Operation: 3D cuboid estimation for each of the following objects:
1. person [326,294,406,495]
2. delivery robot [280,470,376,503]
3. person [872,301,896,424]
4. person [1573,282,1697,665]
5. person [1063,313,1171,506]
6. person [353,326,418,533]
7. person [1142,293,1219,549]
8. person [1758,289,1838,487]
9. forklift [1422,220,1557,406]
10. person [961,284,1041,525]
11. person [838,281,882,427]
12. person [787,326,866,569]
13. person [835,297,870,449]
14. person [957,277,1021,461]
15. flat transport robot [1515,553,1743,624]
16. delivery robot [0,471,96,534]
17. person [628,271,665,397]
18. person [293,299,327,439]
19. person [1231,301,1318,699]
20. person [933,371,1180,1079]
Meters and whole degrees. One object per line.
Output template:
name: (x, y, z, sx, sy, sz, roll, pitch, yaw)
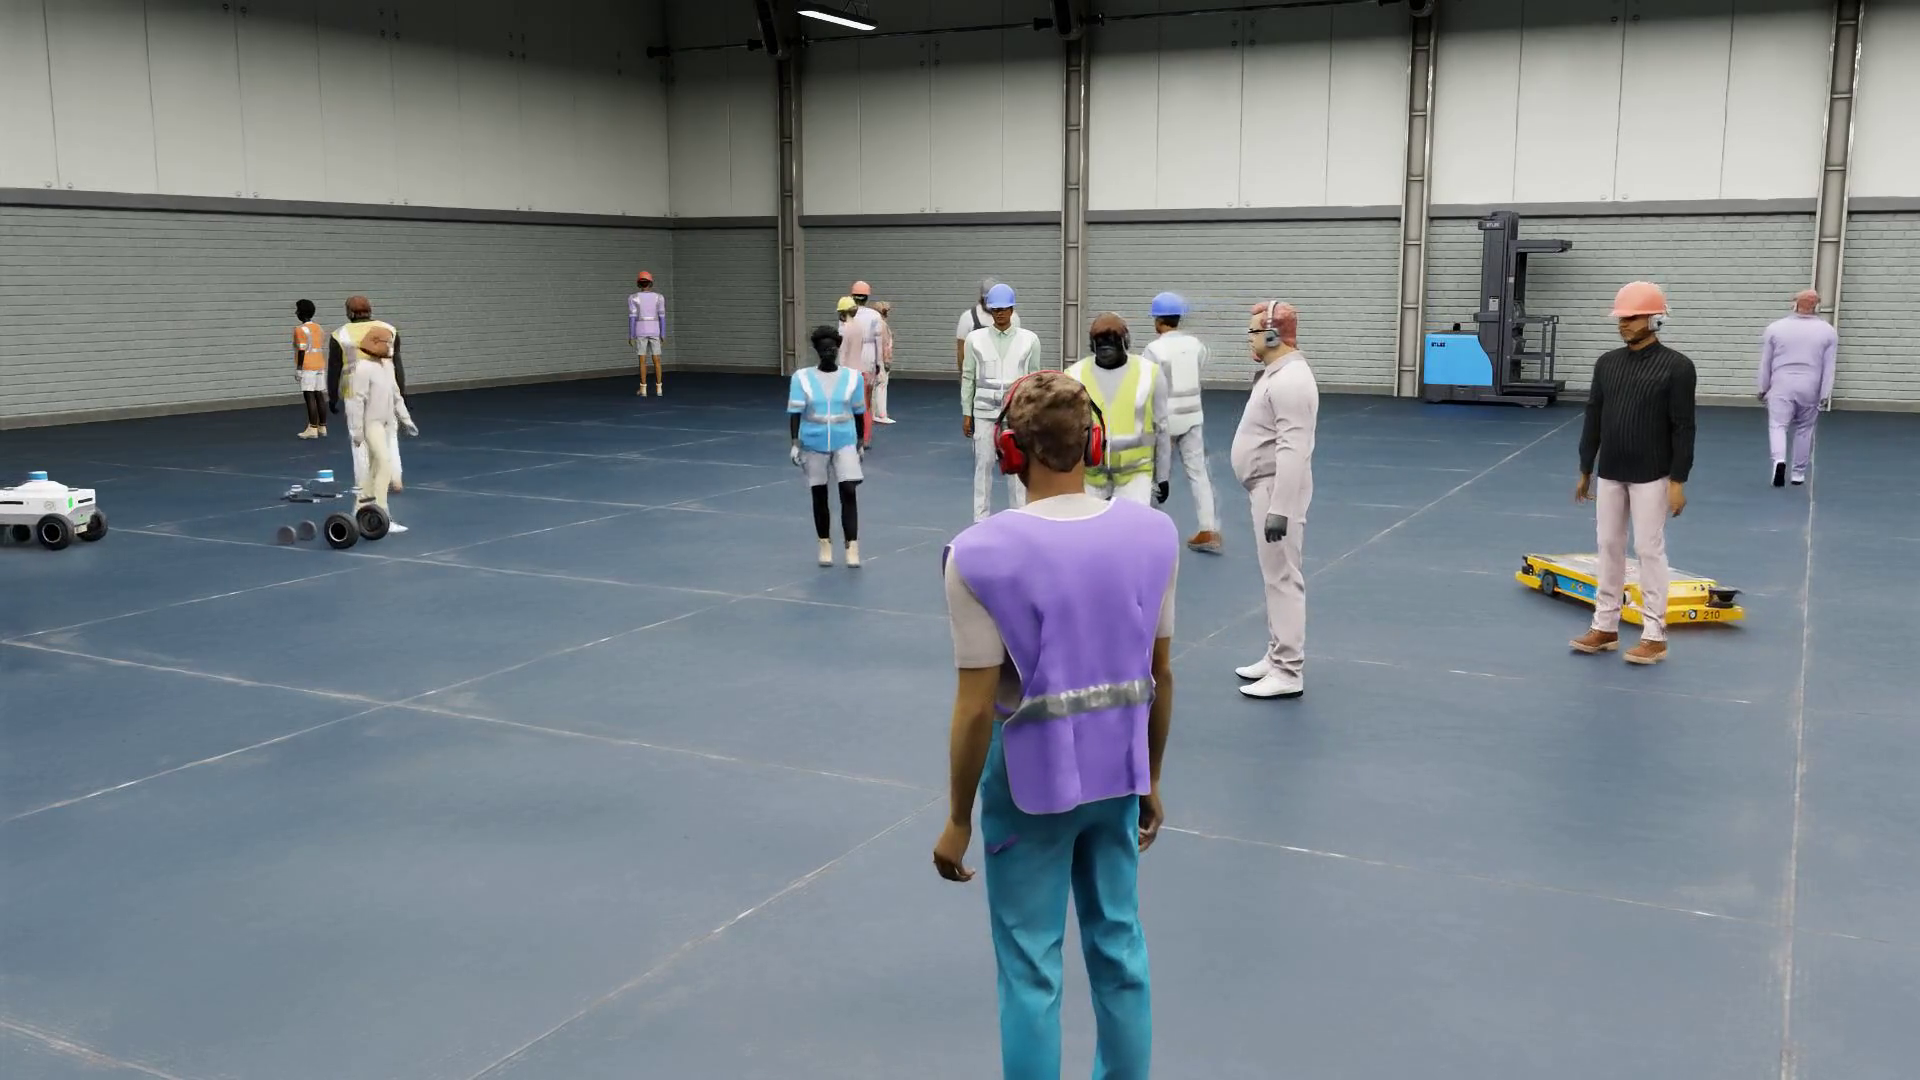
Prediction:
person: (-5.428, -1.322, 15.213, 0.672, 1.831, 0.446, -6, 11, -32)
delivery robot: (-4.784, -0.411, 12.566, 0.698, 0.223, 0.335, 2, 9, 12)
person: (-1.052, -2.392, 22.385, 0.305, 1.645, 0.522, -3, 10, -17)
person: (3.551, -0.354, 8.793, 0.407, 1.987, 0.631, -5, 11, -29)
person: (0.813, -0.333, 9.169, 0.655, 1.811, 0.812, 2, 9, 13)
person: (-4.625, -0.881, 13.161, 0.541, 1.611, 0.518, 1, 9, 5)
person: (1.580, -0.887, 12.378, 0.611, 1.893, 1.037, -5, 11, -30)
person: (7.955, -1.442, 15.822, 0.648, 1.878, 0.847, 4, 10, 25)
forklift: (8.245, -3.527, 25.720, 1.873, 2.768, 1.129, 5, 10, 27)
person: (0.312, -0.966, 12.660, 0.614, 1.947, 0.388, 0, 9, 1)
person: (-1.259, -2.270, 20.787, 0.579, 1.919, 0.495, -2, 9, -11)
person: (-0.902, -0.619, 11.394, 0.549, 1.672, 0.733, -1, 9, -6)
person: (-1.354, -1.912, 19.126, 0.795, 1.732, 0.556, 5, 11, 30)
person: (0.316, -1.885, 18.172, 0.697, 2.000, 0.755, -1, 9, -3)
flat transport robot: (4.102, 0.275, 10.292, 0.652, 0.197, 1.431, -2, 9, -11)
delivery robot: (-6.905, -0.272, 12.507, 0.707, 0.478, 0.477, 1, 9, 6)
person: (-5.134, -3.374, 27.233, 0.610, 2.037, 0.398, -4, 10, -24)
person: (-7.993, -2.101, 20.432, 0.318, 1.697, 0.533, 1, 9, 6)
person: (1.512, -0.199, 8.062, 0.401, 1.904, 0.649, 1, 9, 8)
person: (0.219, 0.560, 3.588, 0.563, 1.837, 0.388, -5, 10, -28)
